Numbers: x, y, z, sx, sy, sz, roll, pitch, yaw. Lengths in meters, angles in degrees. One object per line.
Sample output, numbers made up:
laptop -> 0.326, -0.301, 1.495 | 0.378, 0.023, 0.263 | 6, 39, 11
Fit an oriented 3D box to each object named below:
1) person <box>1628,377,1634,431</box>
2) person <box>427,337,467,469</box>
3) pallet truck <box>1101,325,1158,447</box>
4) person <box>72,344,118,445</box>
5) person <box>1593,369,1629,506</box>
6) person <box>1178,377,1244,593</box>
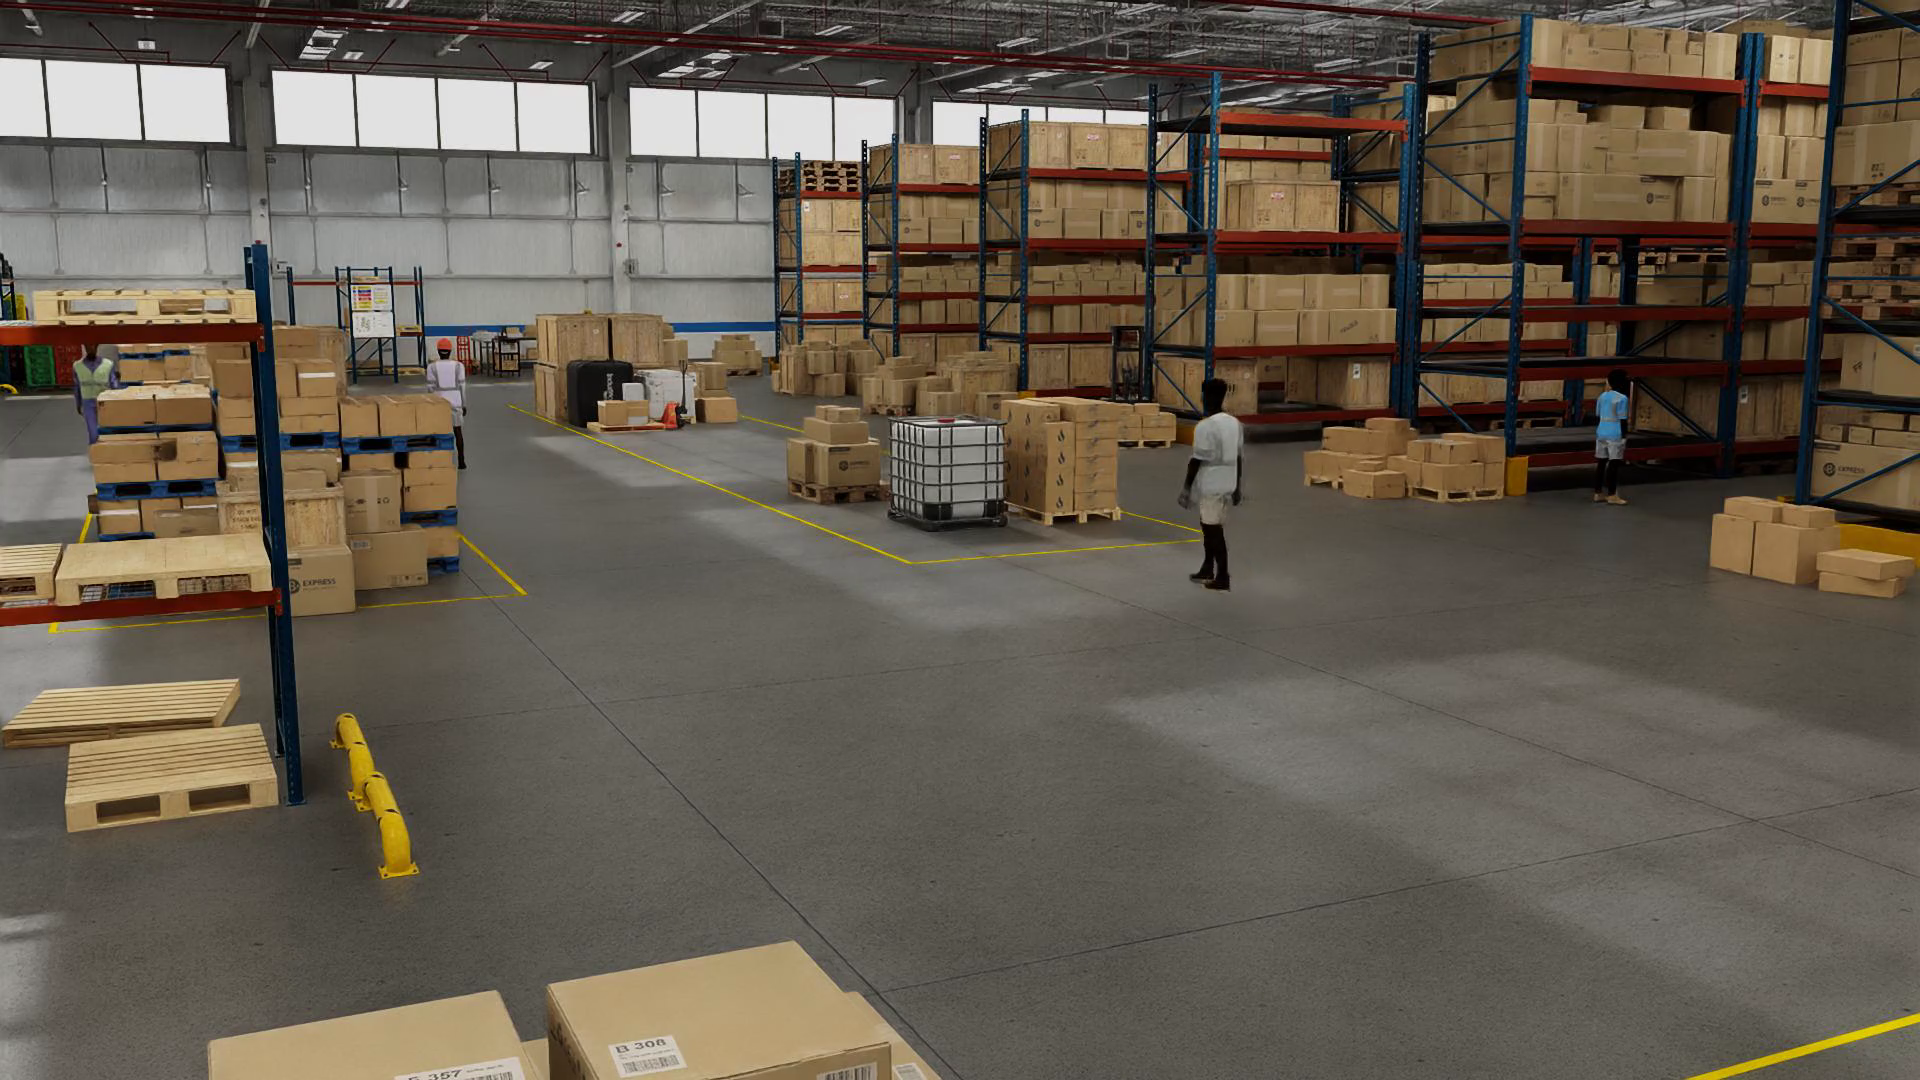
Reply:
person -> 11.882, -2.788, 29.393 | 0.407, 1.910, 0.638 | 1, 9, 4
person -> -7.509, -1.992, 24.361 | 0.542, 1.939, 0.364 | -4, 10, -21
pallet truck -> 2.881, -2.596, 27.923 | 0.823, 1.965, 1.885 | -1, 9, -7
person -> -13.168, -2.133, 25.364 | 0.600, 1.902, 0.648 | -4, 10, -23
person -> 8.106, -1.280, 20.679 | 0.322, 1.699, 0.536 | -2, 9, -15
person -> 2.221, -0.498, 15.095 | 0.731, 1.942, 0.609 | 8, 12, 41
